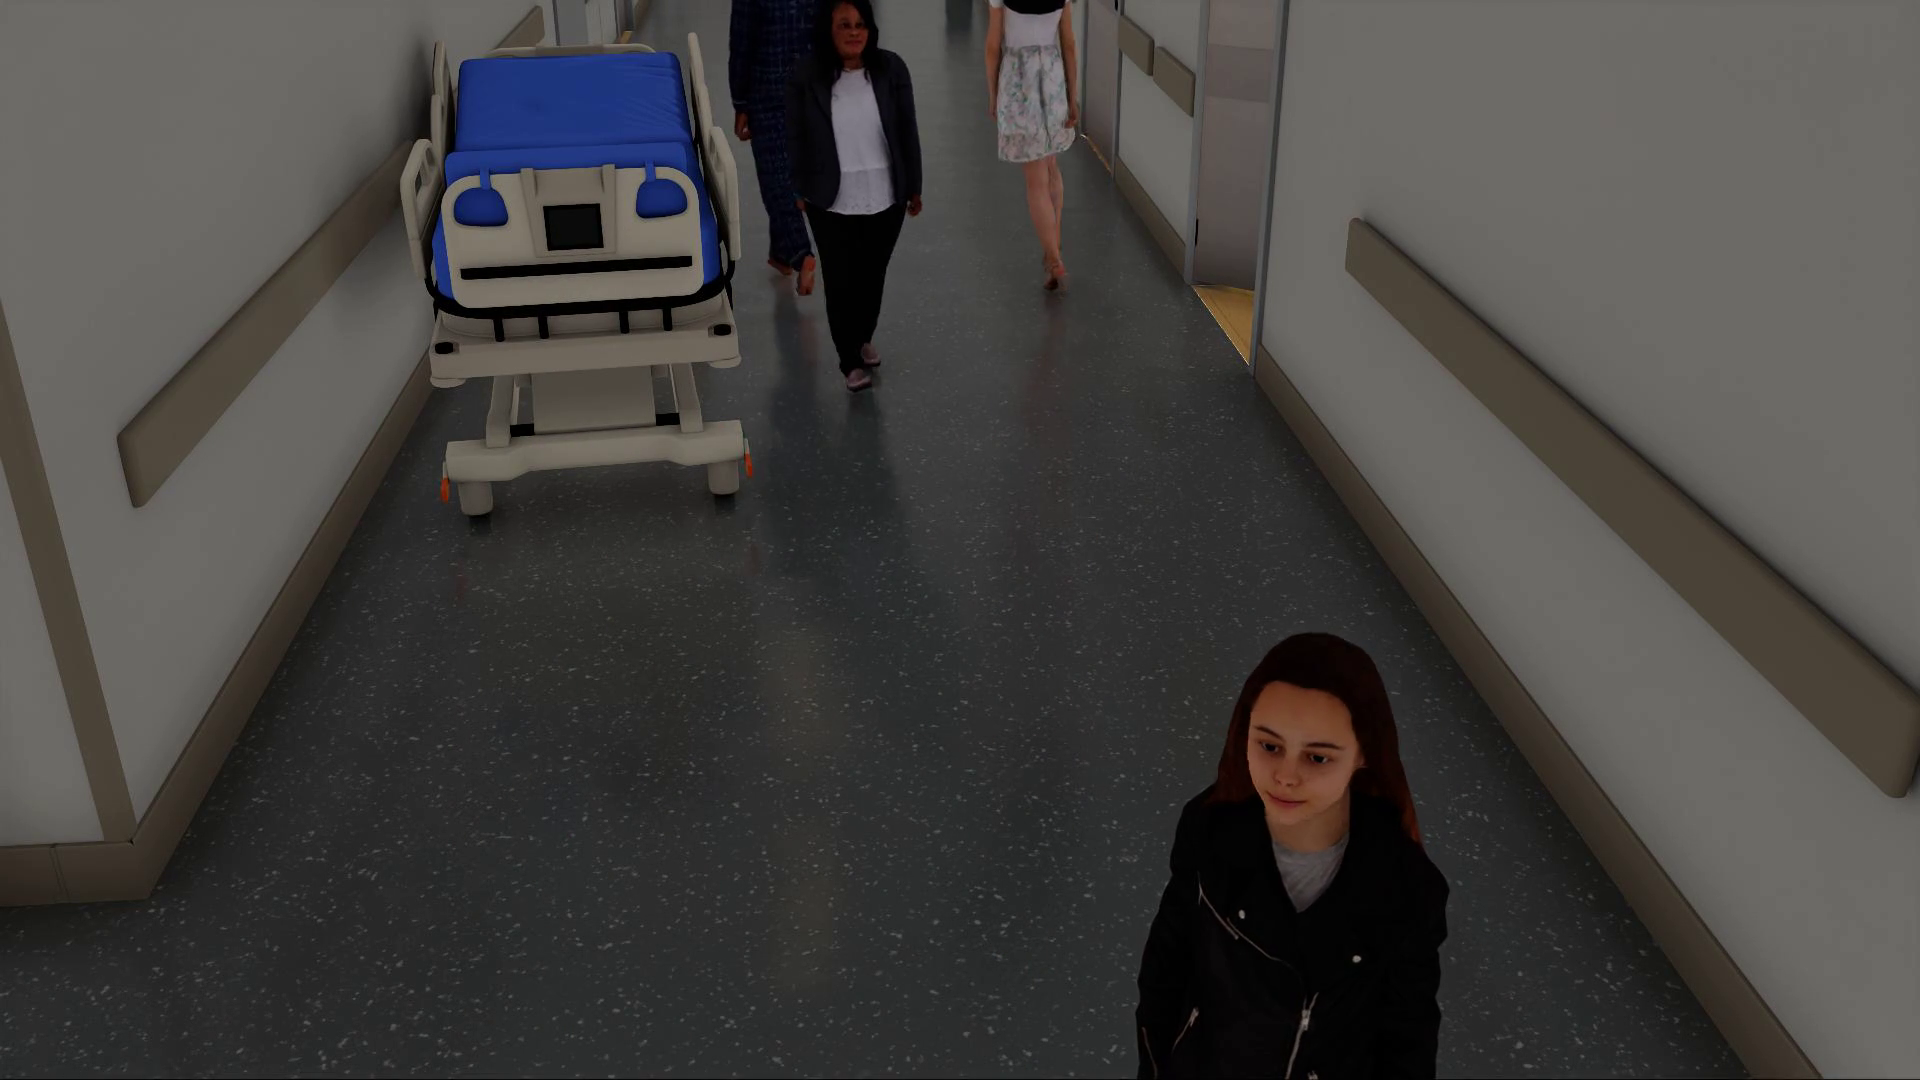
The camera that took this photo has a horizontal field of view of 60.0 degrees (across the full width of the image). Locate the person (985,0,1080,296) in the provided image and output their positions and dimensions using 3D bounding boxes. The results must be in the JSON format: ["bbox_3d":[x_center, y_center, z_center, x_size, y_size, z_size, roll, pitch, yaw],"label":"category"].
[{"bbox_3d":[0.356,-1.987,7.773,0.790,1.744,0.804,-7,27,-14],"label":"person"}]

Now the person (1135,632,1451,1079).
[{"bbox_3d":[0.440,0.785,2.326,0.621,1.483,0.704,16,30,29],"label":"person"}]

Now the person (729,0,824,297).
[{"bbox_3d":[-0.812,-2.033,7.812,1.116,1.795,0.956,-11,28,-21],"label":"person"}]

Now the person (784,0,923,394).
[{"bbox_3d":[-0.441,-1.433,6.830,0.967,1.565,0.869,-9,27,-18],"label":"person"}]
